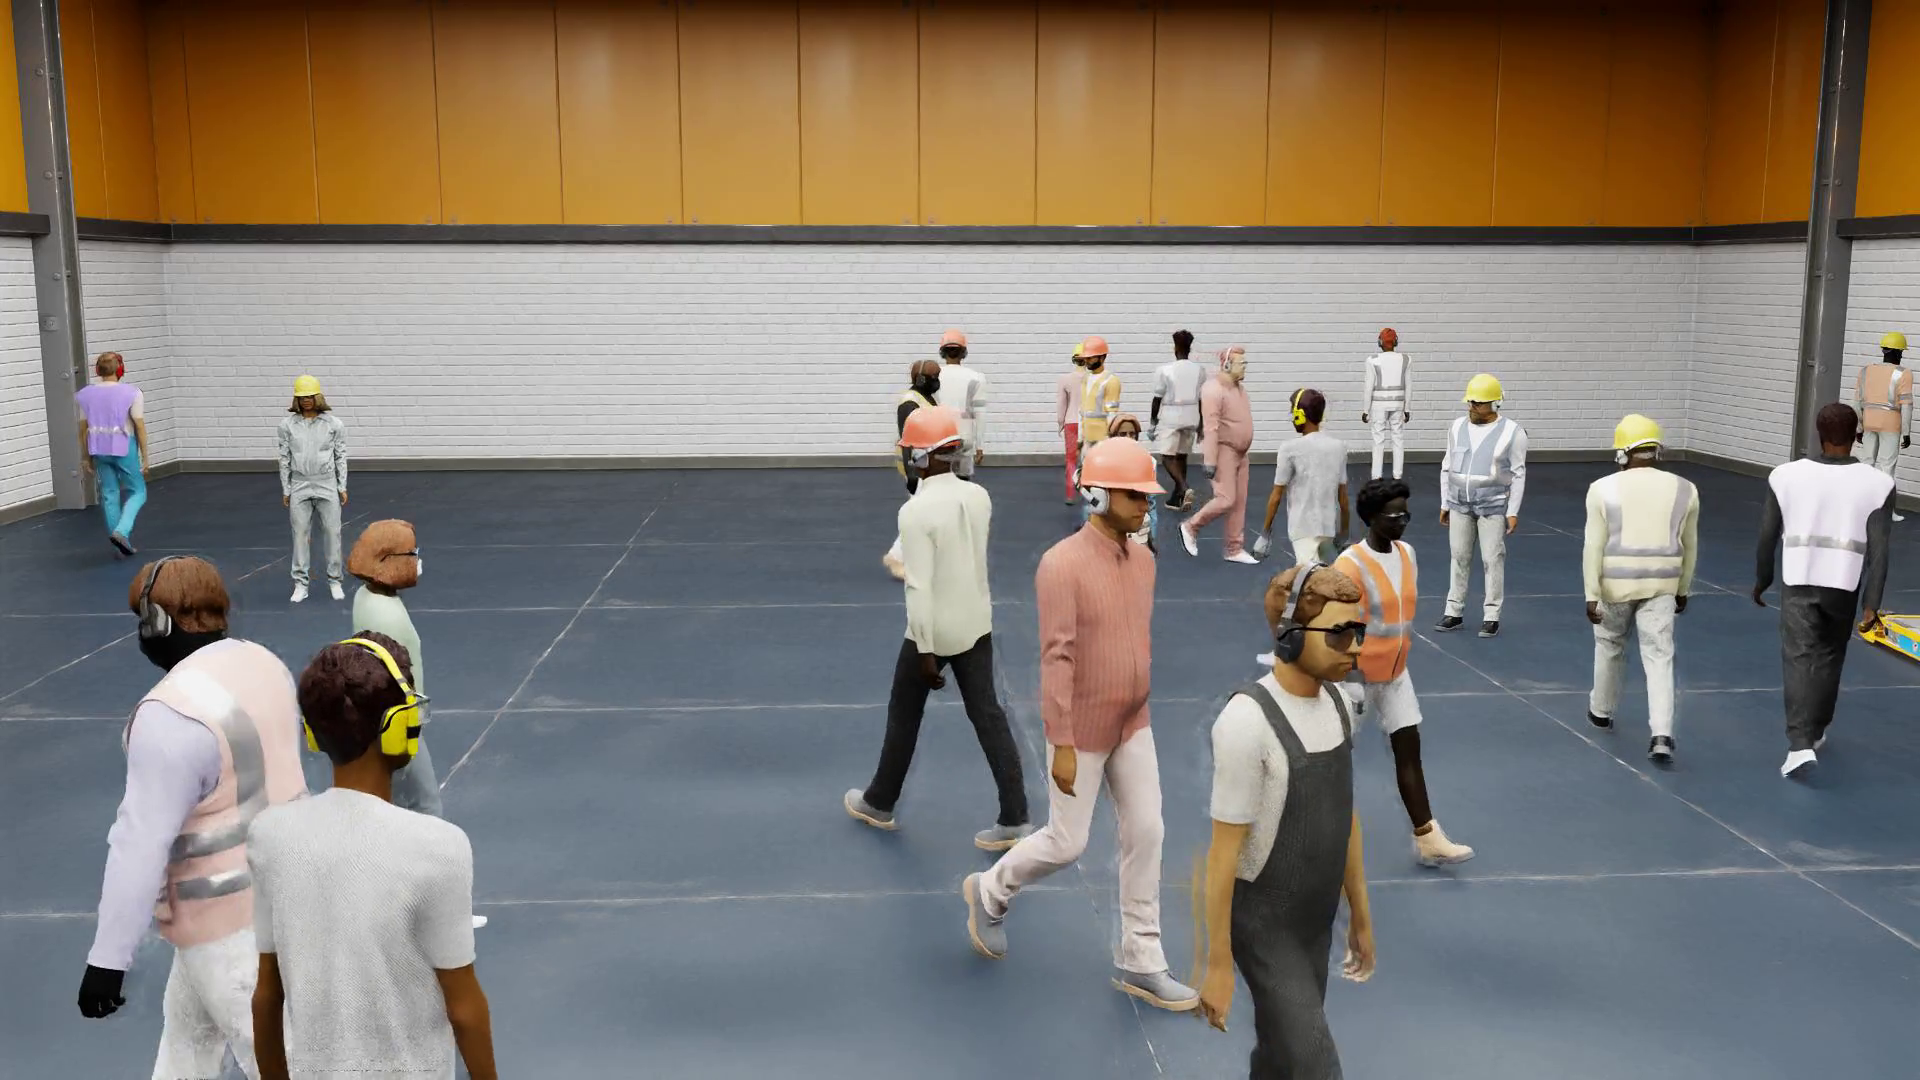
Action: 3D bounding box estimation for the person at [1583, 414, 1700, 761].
[{"bbox_3d":[3.576,0.234,8.738,0.598,1.781,0.964,1,9,8],"label":"person"}]

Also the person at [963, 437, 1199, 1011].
[{"bbox_3d":[0.419,0.612,5.763,0.625,1.967,0.849,-9,13,-44],"label":"person"}]

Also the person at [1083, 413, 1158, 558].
[{"bbox_3d":[1.017,0.012,10.538,0.523,1.638,0.310,-4,10,-22],"label":"person"}]

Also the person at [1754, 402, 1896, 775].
[{"bbox_3d":[4.367,0.239,8.442,0.604,1.866,1.008,4,10,26],"label":"person"}]

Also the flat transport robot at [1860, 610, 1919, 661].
[{"bbox_3d":[6.411,0.680,10.628,0.652,0.197,1.431,1,9,5],"label":"flat transport robot"}]

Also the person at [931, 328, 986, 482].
[{"bbox_3d":[-0.082,-0.914,15.198,0.618,2.013,0.783,-1,9,-3],"label":"person"}]

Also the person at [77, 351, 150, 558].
[{"bbox_3d":[-7.421,-0.737,14.625,0.591,1.831,0.436,0,9,-1],"label":"person"}]

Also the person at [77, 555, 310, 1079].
[{"bbox_3d":[-1.952,0.946,4.211,0.897,1.785,0.739,-1,9,-6],"label":"person"}]

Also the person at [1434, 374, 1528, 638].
[{"bbox_3d":[3.595,-0.237,11.532,0.586,1.822,0.403,8,12,40],"label":"person"}]

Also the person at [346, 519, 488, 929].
[{"bbox_3d":[-2.174,0.718,6.197,0.637,1.615,0.508,-6,11,-31],"label":"person"}]

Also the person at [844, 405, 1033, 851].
[{"bbox_3d":[-0.069,0.383,7.286,1.044,1.946,0.606,8,12,42],"label":"person"}]

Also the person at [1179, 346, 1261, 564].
[{"bbox_3d":[2.287,-0.732,14.417,0.639,1.890,0.658,6,11,35],"label":"person"}]

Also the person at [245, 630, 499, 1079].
[{"bbox_3d":[-1.131,1.100,3.090,0.524,1.844,0.787,5,10,27],"label":"person"}]

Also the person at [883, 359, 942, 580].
[{"bbox_3d":[-0.273,-0.567,13.572,0.551,1.827,0.656,2,9,14],"label":"person"}]

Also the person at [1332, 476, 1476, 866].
[{"bbox_3d":[1.795,0.566,6.989,0.550,1.655,0.831,-7,11,-36],"label":"person"}]

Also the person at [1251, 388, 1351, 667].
[{"bbox_3d":[2.182,-0.018,10.198,0.534,1.820,0.979,-6,11,-32],"label":"person"}]

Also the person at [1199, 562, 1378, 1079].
[{"bbox_3d":[0.825,0.961,3.975,0.463,1.830,0.554,7,12,39],"label":"person"}]

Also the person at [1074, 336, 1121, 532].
[{"bbox_3d":[1.299,-0.989,15.943,0.389,1.928,0.544,-6,11,-31],"label":"person"}]

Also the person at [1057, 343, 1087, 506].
[{"bbox_3d":[1.315,-1.249,18.057,0.525,1.769,0.327,2,9,10],"label":"person"}]

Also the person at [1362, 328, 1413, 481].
[{"bbox_3d":[5.006,-1.539,19.503,0.573,1.887,0.355,0,9,-2],"label":"person"}]

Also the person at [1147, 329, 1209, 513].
[{"bbox_3d":[2.319,-1.236,17.448,0.626,1.939,0.856,-3,9,-17],"label":"person"}]

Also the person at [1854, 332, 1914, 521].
[{"bbox_3d":[9.423,-1.153,16.954,0.382,1.924,0.594,-5,10,-27],"label":"person"}]

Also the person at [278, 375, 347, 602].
[{"bbox_3d":[-4.951,-0.393,12.759,0.489,1.743,0.322,-3,9,-16],"label":"person"}]
